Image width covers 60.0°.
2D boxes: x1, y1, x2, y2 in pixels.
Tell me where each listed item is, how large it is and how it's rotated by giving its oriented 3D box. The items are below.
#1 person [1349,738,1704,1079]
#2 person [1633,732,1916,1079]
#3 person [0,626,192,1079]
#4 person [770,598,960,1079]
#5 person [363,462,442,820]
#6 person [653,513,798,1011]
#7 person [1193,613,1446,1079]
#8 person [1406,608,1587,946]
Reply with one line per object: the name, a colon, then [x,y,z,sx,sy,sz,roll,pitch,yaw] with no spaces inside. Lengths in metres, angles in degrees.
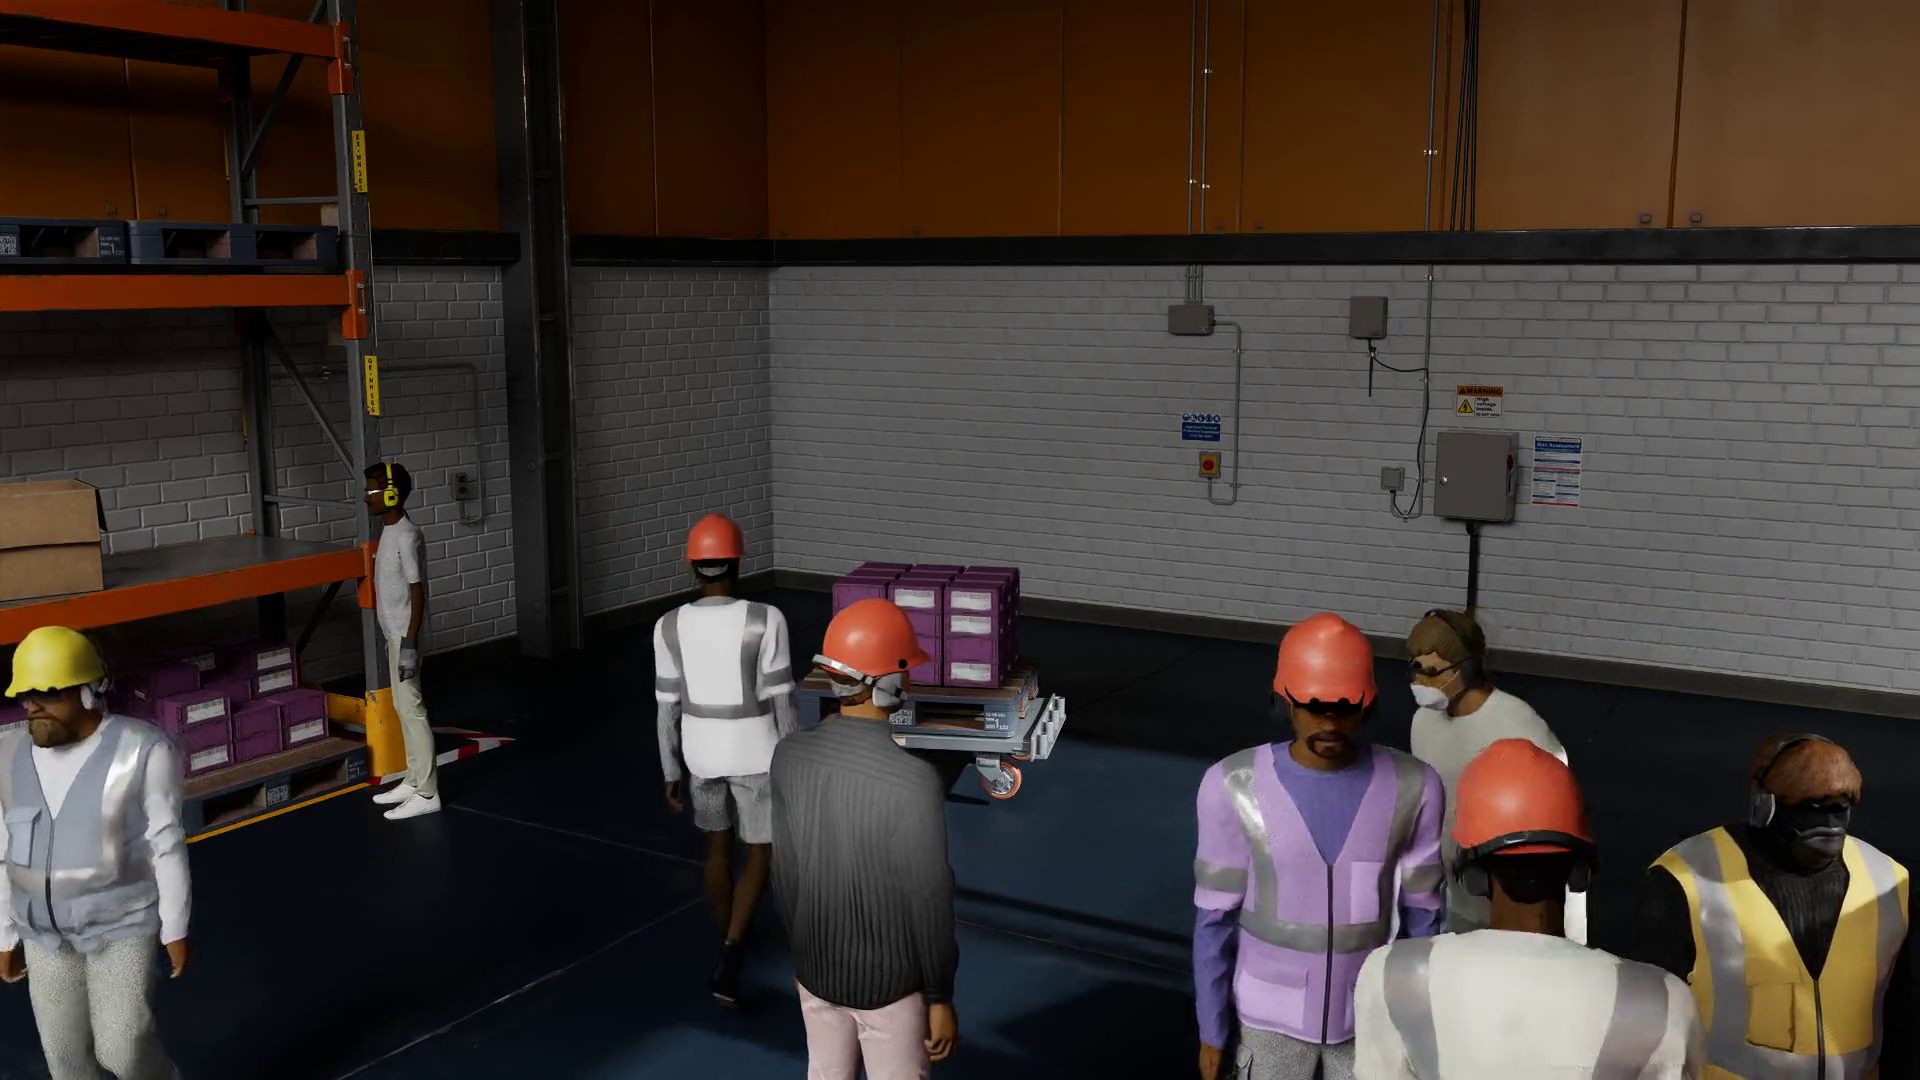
person: [0.989,1.372,3.021,0.615,1.993,1.019,4,10,26]
person: [1.849,1.327,3.811,0.622,1.835,0.430,0,9,0]
person: [-2.620,1.137,5.013,0.609,1.814,0.439,1,9,4]
person: [-0.236,1.141,4.439,0.608,1.996,0.380,8,12,40]
person: [-2.934,0.520,8.707,0.311,1.869,0.534,-5,10,-27]
person: [-0.920,0.849,6.526,0.567,1.913,0.851,2,9,14]
person: [0.883,1.175,4.130,0.611,2.035,0.412,0,9,3]
person: [1.455,1.135,4.850,0.940,1.877,0.684,-2,9,-11]
